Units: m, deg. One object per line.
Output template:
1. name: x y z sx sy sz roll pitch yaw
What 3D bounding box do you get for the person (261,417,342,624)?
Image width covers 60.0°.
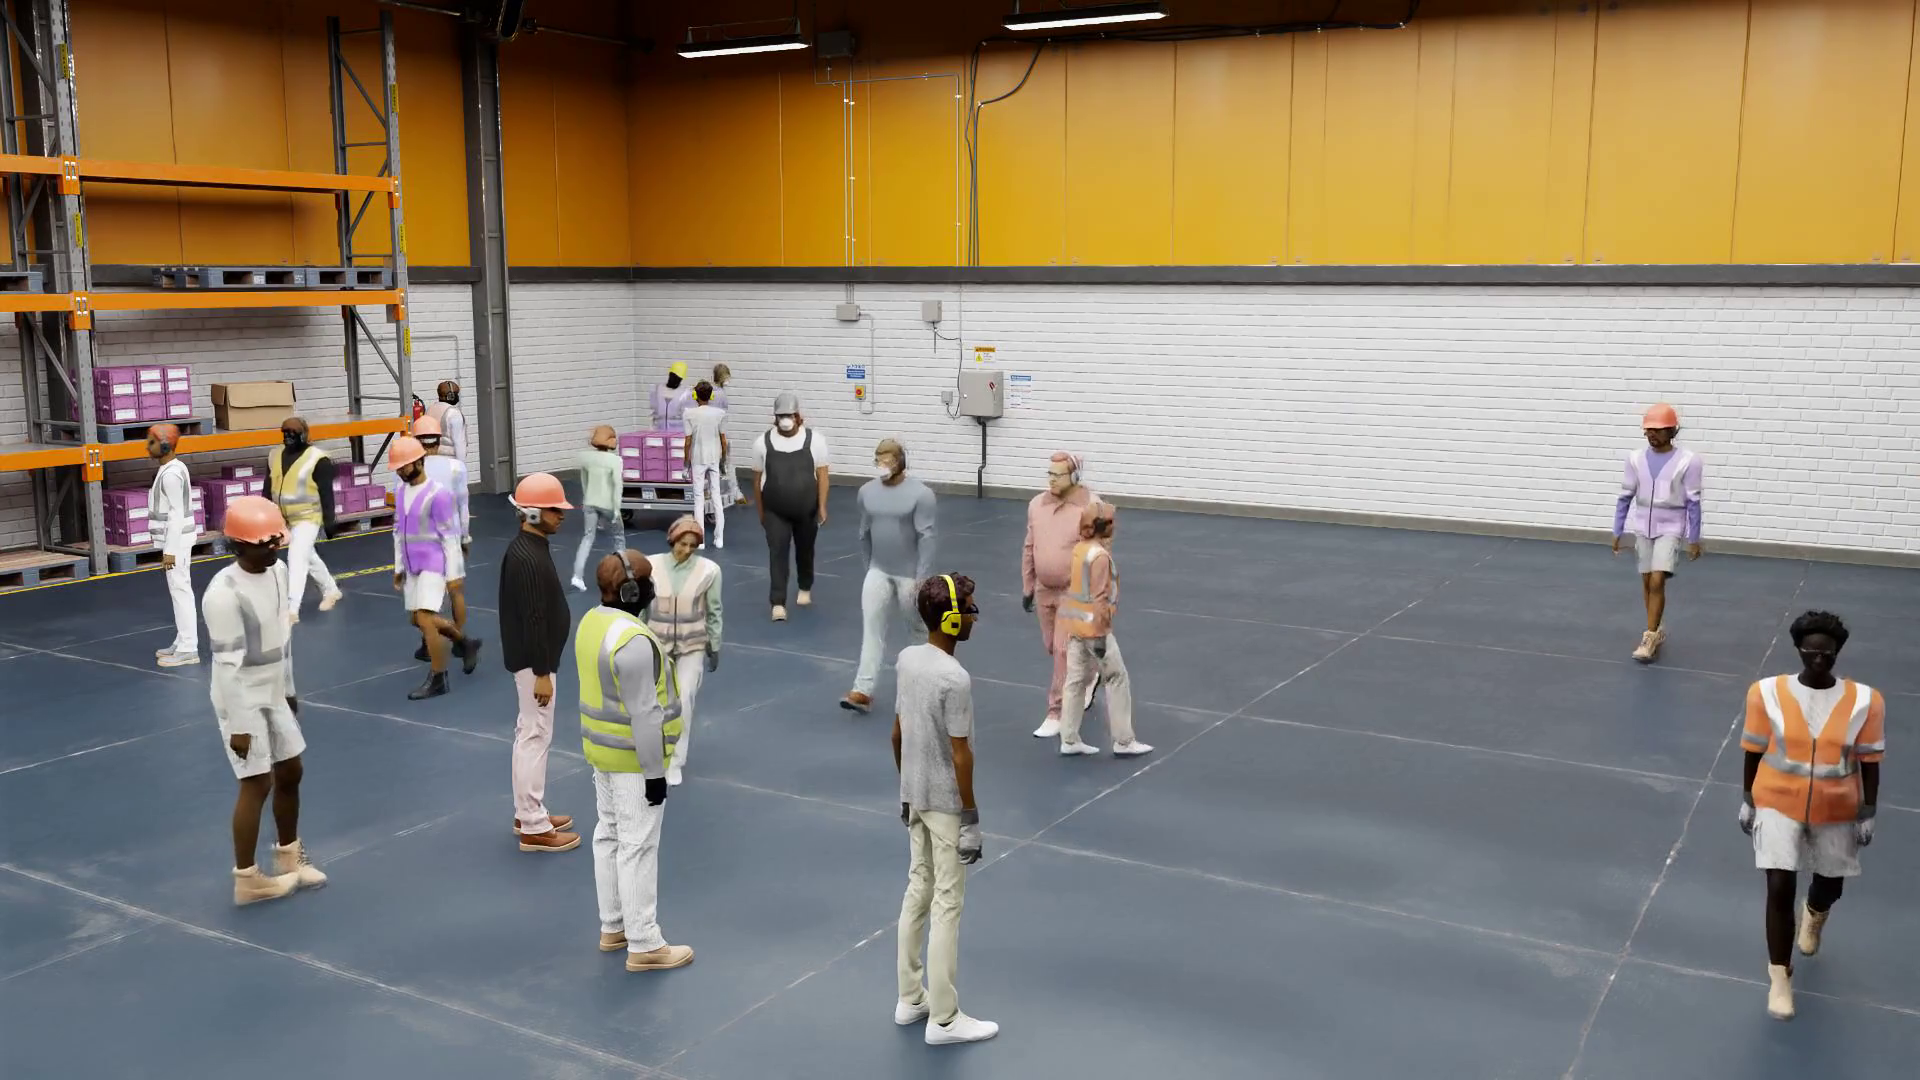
1. person: -5.774 -0.197 14.623 0.625 1.801 0.959 4 10 23

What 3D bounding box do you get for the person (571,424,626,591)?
1. person: -3.467 -0.319 16.009 0.510 1.592 0.847 3 10 20

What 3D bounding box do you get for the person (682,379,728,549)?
1. person: -2.818 -0.830 18.347 0.526 1.866 0.324 -5 10 -28

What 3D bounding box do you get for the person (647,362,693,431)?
1. person: -3.815 -1.384 21.781 0.642 1.877 0.448 1 9 8

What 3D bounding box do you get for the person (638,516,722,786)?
1. person: -1.698 0.641 9.921 0.575 1.612 0.473 -1 9 -5

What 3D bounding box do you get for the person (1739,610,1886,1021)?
1. person: 3.545 1.092 6.968 0.539 1.672 0.739 4 10 22

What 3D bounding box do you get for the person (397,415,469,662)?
1. person: -4.124 -0.010 13.039 0.543 1.927 0.375 -6 11 -32

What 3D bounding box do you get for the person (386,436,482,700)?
1. person: -3.794 0.170 12.060 0.551 1.889 0.707 7 11 36

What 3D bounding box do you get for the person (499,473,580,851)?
1. person: -2.220 0.636 8.804 0.399 1.989 0.622 -3 10 -18

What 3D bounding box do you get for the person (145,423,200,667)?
1. person: -6.118 0.032 12.911 0.355 1.884 0.576 -4 10 -25

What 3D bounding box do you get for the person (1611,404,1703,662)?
1. person: 5.395 -0.052 13.026 0.843 2.011 0.629 -7 12 -39

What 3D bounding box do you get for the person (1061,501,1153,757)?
1. person: 0.935 0.562 10.396 0.674 1.614 0.540 -2 9 -15

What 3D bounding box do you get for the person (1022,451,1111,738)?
1. person: 0.731 0.321 11.149 0.654 1.879 0.889 7 12 38

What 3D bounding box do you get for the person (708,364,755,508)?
1. person: -3.000 -1.306 21.246 0.795 1.890 0.696 -1 9 -5

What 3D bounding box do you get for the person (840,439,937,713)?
1. person: -0.473 0.248 11.529 0.650 1.883 1.015 4 10 26

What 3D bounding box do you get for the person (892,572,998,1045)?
1. person: -0.080 1.051 6.596 0.311 1.869 0.530 -6 11 -31

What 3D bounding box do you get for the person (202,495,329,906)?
1. person: -3.332 0.770 7.963 0.459 2.021 0.673 1 9 5

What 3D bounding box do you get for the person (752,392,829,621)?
1. person: -1.508 -0.361 14.877 0.675 2.000 1.024 -1 9 -7

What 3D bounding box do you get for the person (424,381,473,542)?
1. person: -5.747 -0.872 18.728 0.619 1.836 0.430 7 12 39

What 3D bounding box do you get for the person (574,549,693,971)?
1. person: -1.434 0.952 7.295 0.429 1.846 0.626 -6 11 -33
